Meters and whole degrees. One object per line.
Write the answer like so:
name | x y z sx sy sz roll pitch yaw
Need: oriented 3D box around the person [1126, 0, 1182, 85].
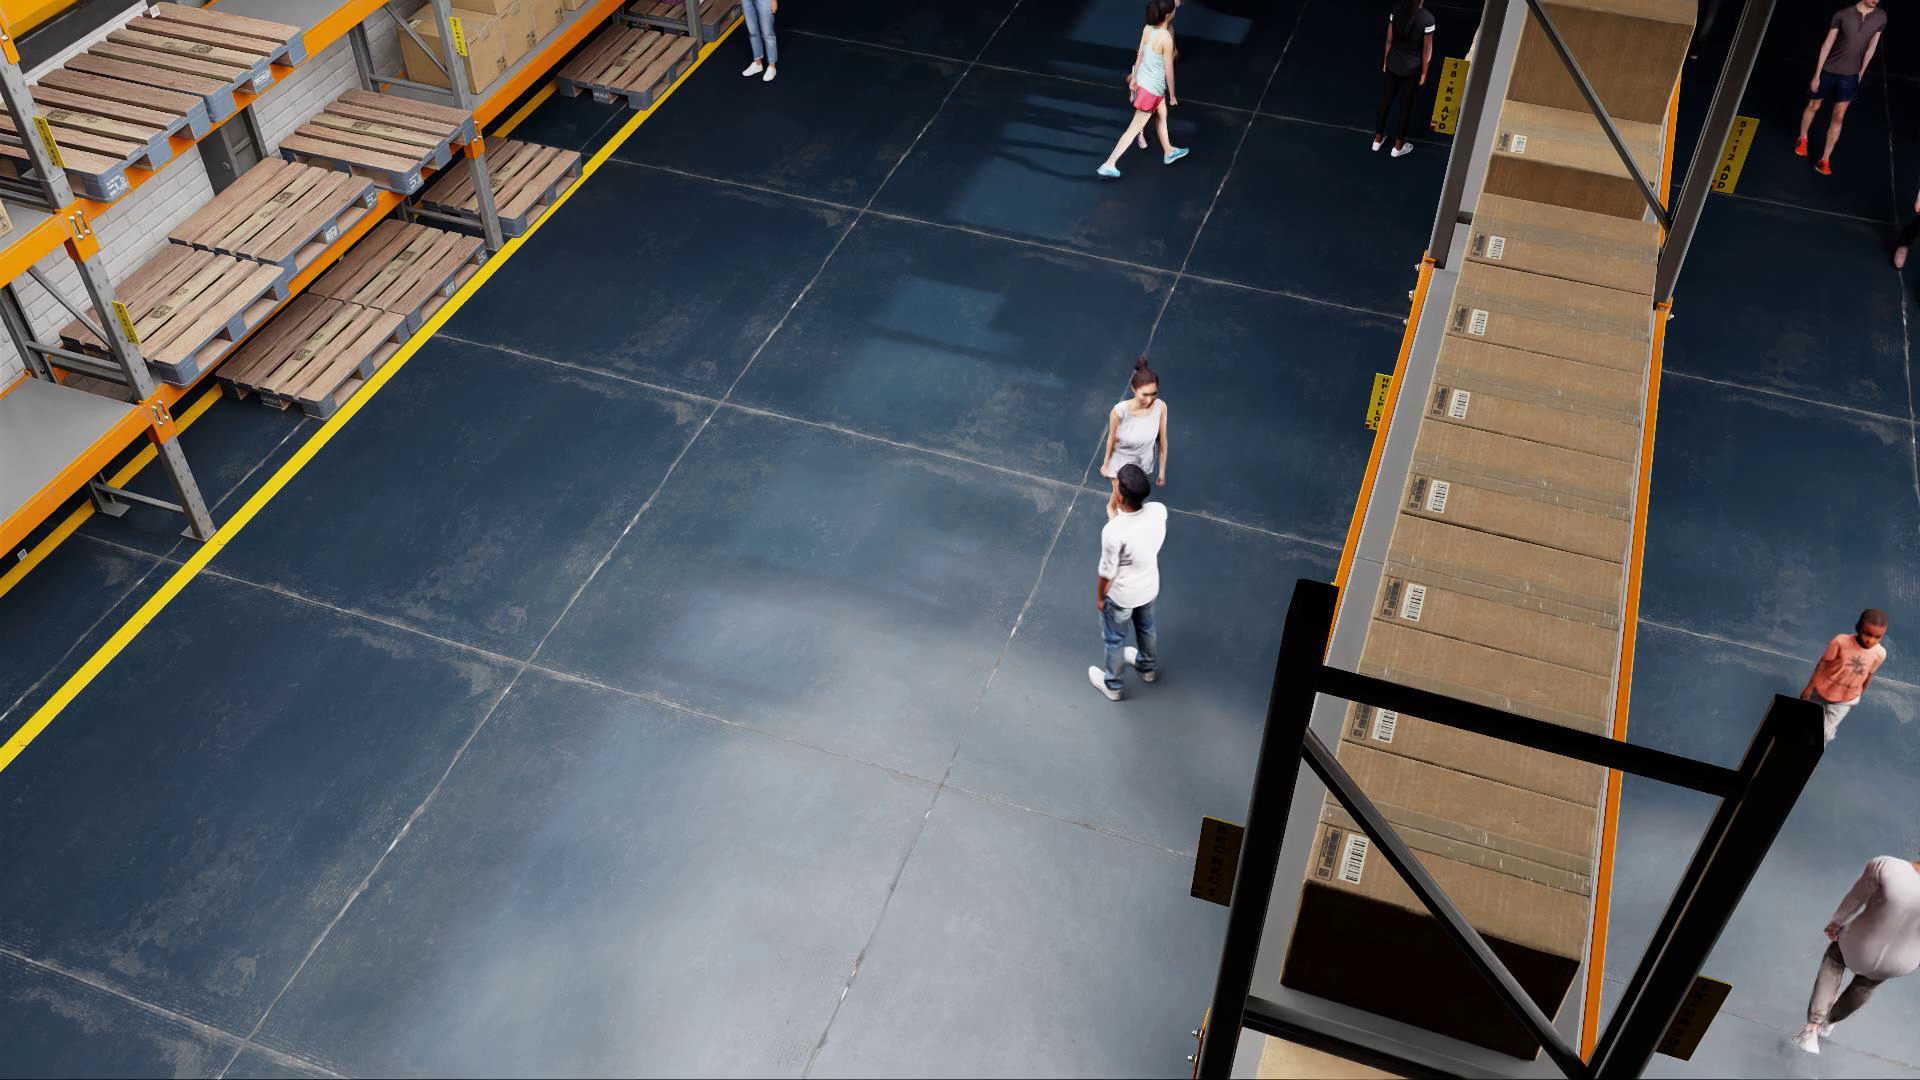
person | 2.089 -5.466 16.611 1.059 1.763 0.910 -26 49 -24

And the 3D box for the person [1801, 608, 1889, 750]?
person | 5.413 0.868 10.293 0.580 1.306 0.909 22 48 21

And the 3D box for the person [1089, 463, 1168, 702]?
person | 1.092 0.273 10.556 0.713 1.804 0.795 -25 49 -24

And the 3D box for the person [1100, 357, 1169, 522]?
person | 1.182 -0.611 11.645 0.993 1.581 1.131 -11 45 -12

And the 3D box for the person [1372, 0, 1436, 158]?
person | 4.154 -4.422 15.539 0.686 1.729 0.689 30 51 27

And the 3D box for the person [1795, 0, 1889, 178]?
person | 8.122 -4.380 15.427 0.707 1.822 1.051 10 45 11

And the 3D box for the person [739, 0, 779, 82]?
person | -2.018 -5.429 16.602 0.651 1.722 0.575 20 47 20

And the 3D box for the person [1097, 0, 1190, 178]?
person | 1.674 -4.072 15.176 1.219 1.723 1.177 -18 47 -18

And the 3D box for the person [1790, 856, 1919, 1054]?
person | 4.753 2.129 8.595 0.766 1.822 0.905 21 48 21
